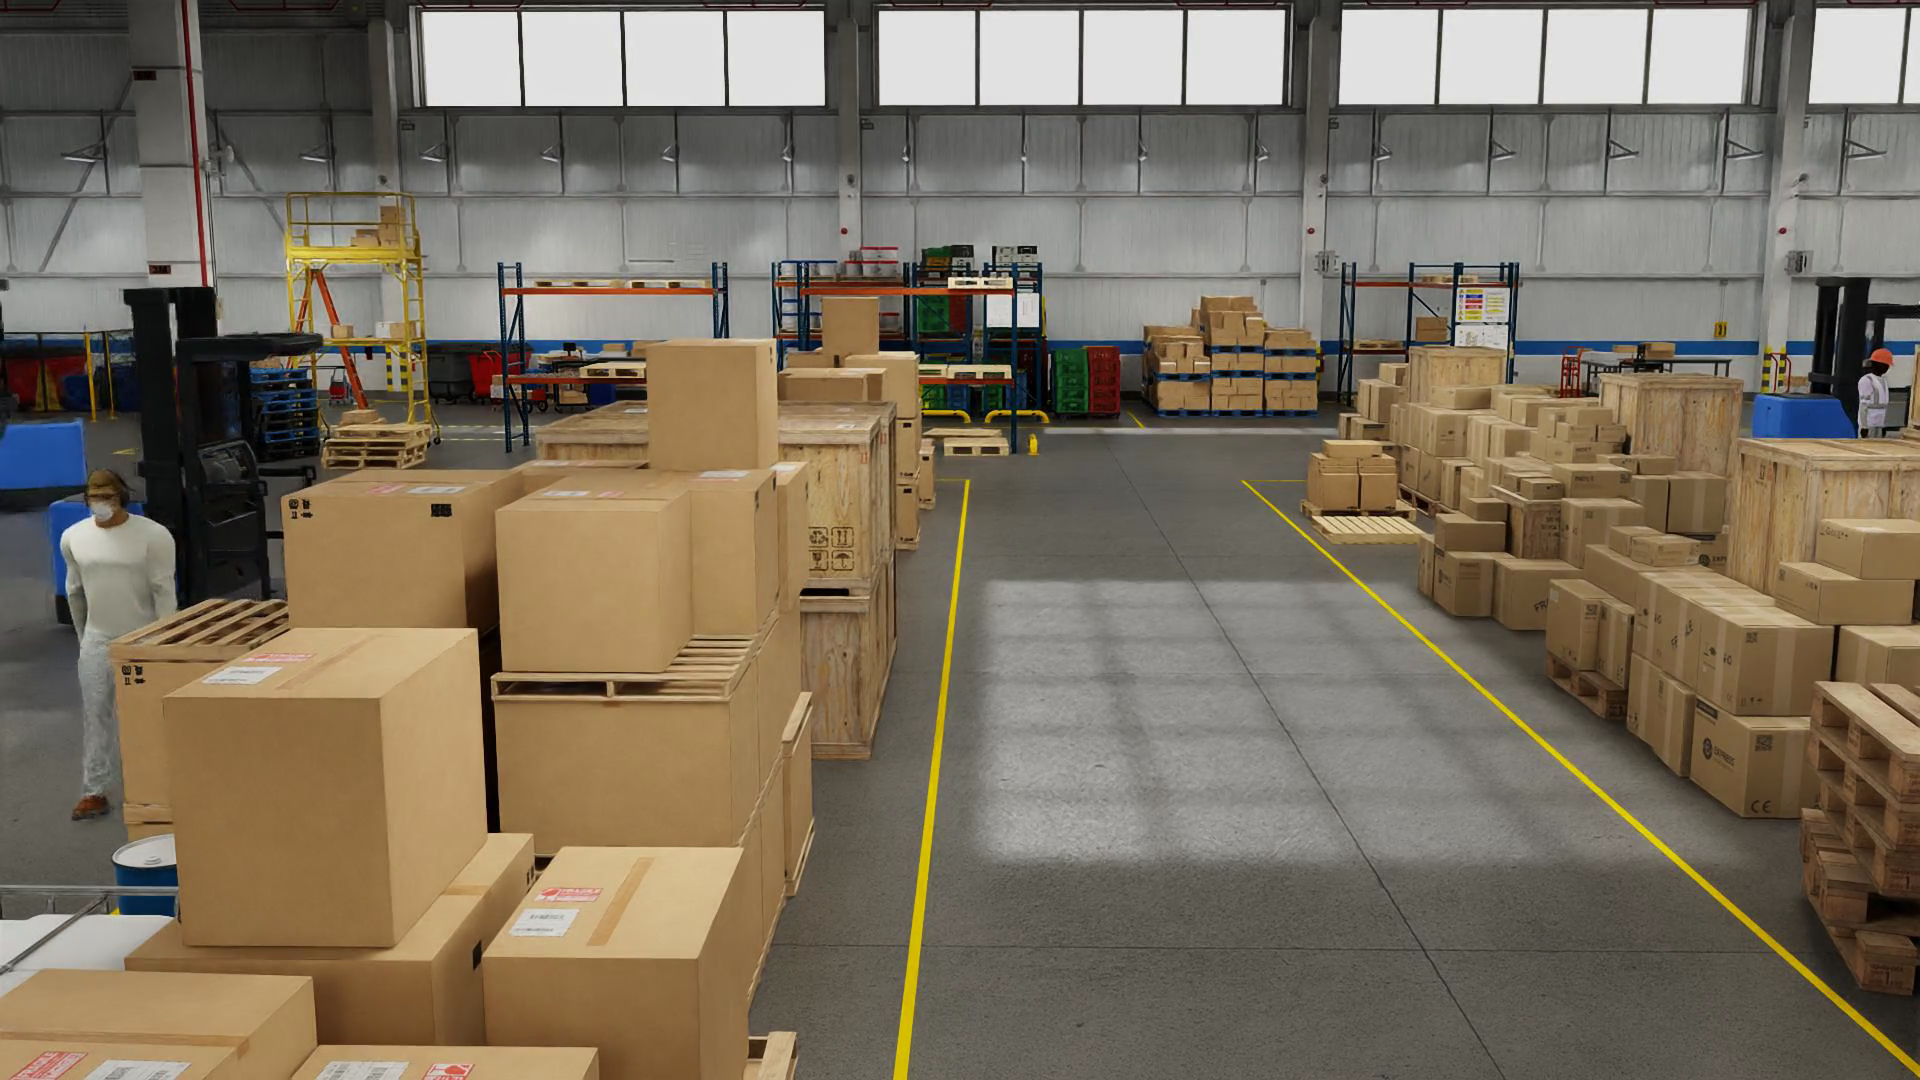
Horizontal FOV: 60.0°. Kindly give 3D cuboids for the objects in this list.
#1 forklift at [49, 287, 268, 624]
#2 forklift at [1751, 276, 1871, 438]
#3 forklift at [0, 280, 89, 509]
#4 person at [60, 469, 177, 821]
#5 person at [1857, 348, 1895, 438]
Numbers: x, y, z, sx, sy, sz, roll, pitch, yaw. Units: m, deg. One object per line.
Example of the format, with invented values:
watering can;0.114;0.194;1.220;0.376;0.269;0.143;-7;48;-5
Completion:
forklift;-6.507;-0.716;13.926;1.873;2.768;1.129;0;9;1
forklift;12.715;-2.430;24.189;1.873;2.768;1.129;0;9;1
forklift;-11.768;-1.774;20.264;1.873;2.768;1.129;-4;10;-25
person;-4.633;0.567;9.141;0.644;1.898;0.919;-1;10;-6
person;11.823;-1.511;21.515;0.544;1.936;0.359;-7;12;-37
